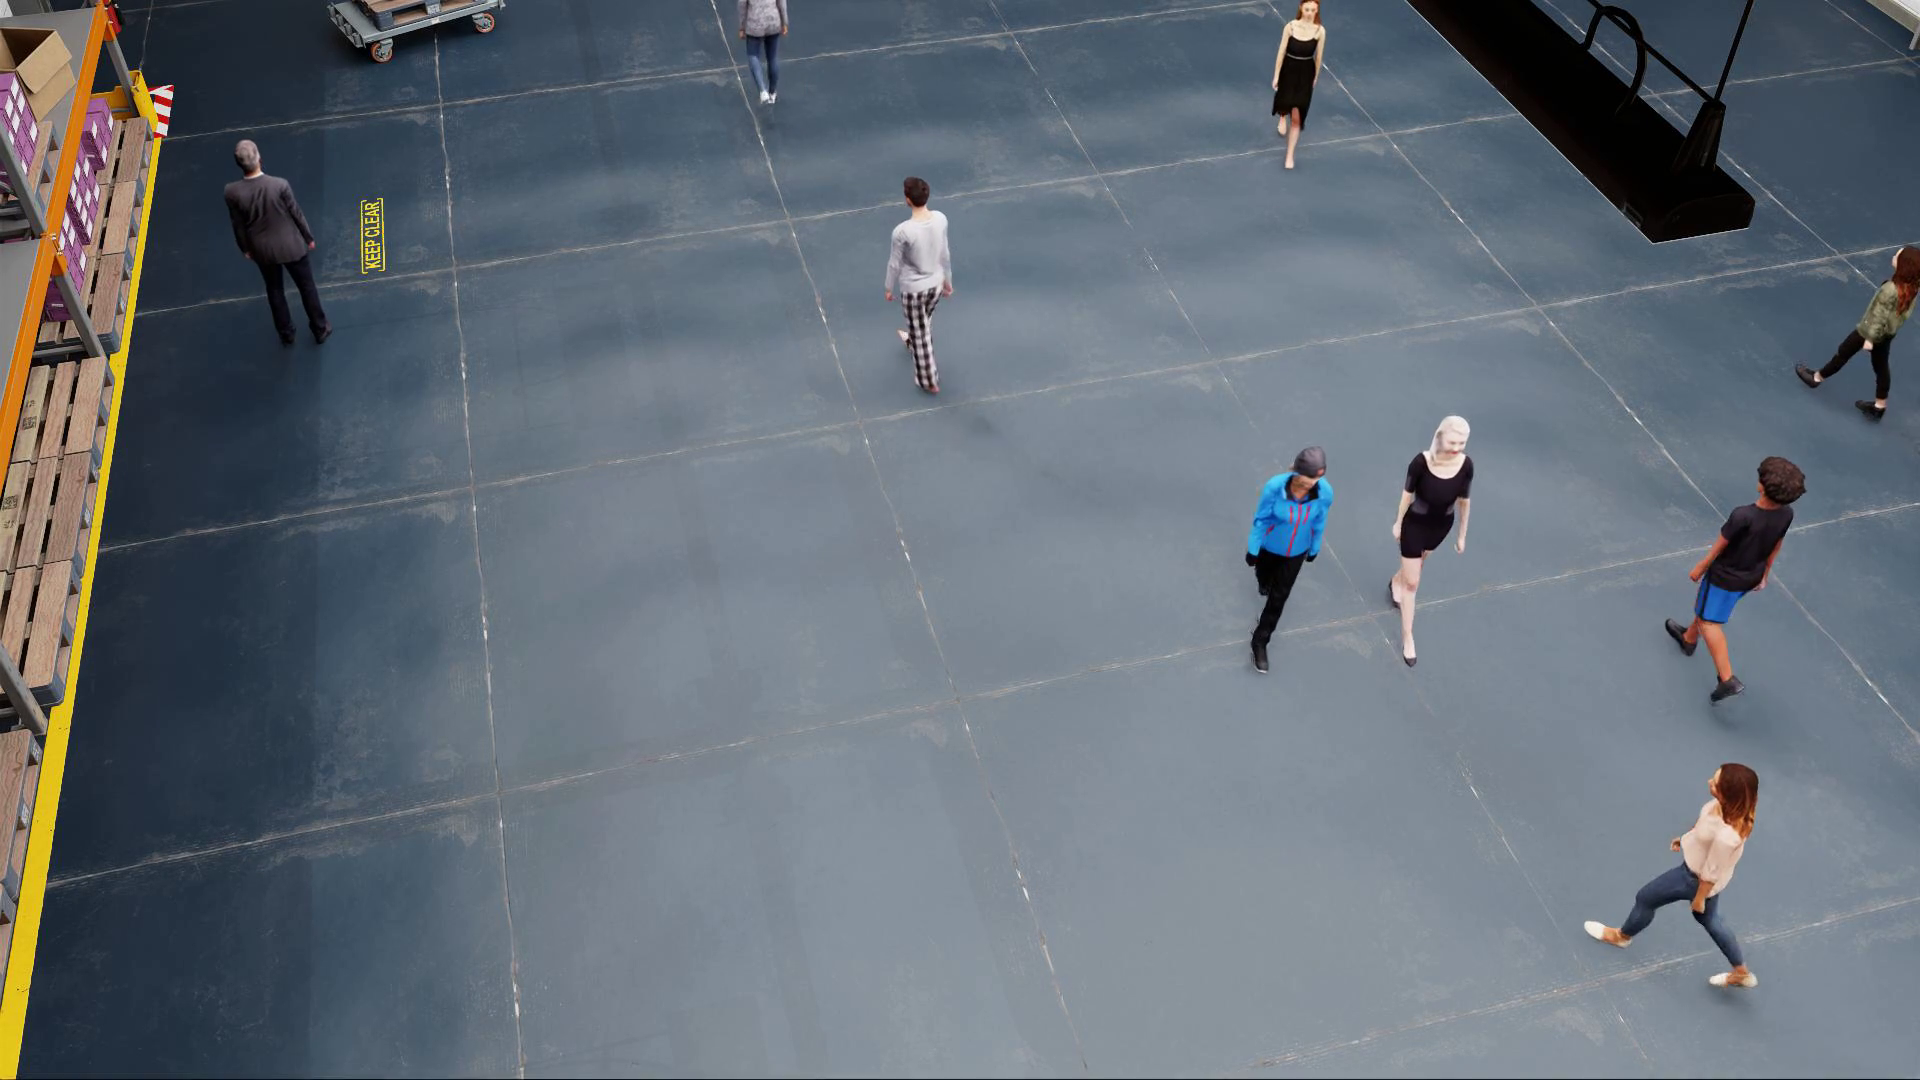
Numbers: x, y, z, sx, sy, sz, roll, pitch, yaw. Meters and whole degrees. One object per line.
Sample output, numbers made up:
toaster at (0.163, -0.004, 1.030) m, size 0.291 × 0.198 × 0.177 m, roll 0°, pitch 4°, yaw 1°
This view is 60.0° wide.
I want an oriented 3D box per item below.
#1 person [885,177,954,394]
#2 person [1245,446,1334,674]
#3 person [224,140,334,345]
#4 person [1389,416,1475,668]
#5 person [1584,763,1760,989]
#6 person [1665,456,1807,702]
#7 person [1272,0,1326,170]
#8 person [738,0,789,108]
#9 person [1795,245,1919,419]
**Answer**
person at (-0.259, -1.926, 12.868) m, size 0.865 × 1.824 × 1.094 m, roll -24°, pitch 49°, yaw -23°
person at (2.098, -0.014, 10.903) m, size 0.934 × 1.767 × 1.208 m, roll 9°, pitch 44°, yaw 9°
person at (-5.452, -2.361, 13.316) m, size 0.761 × 1.835 × 0.656 m, roll -6°, pitch 44°, yaw -7°
person at (3.065, -0.128, 11.003) m, size 0.696 × 1.791 × 1.094 m, roll -4°, pitch 44°, yaw -5°
person at (4.097, 1.840, 8.972) m, size 1.181 × 1.745 × 1.073 m, roll 26°, pitch 49°, yaw 25°
person at (4.978, 0.264, 10.601) m, size 0.602 × 1.779 × 1.047 m, roll -10°, pitch 45°, yaw -10°
person at (3.152, -4.373, 15.603) m, size 0.893 × 1.595 × 1.108 m, roll 10°, pitch 45°, yaw 10°
person at (-1.911, -4.971, 16.138) m, size 0.654 × 1.722 × 0.821 m, roll -8°, pitch 44°, yaw -9°
person at (7.116, -1.573, 12.777) m, size 0.827 × 1.437 × 1.065 m, roll -27°, pitch 50°, yaw -25°
